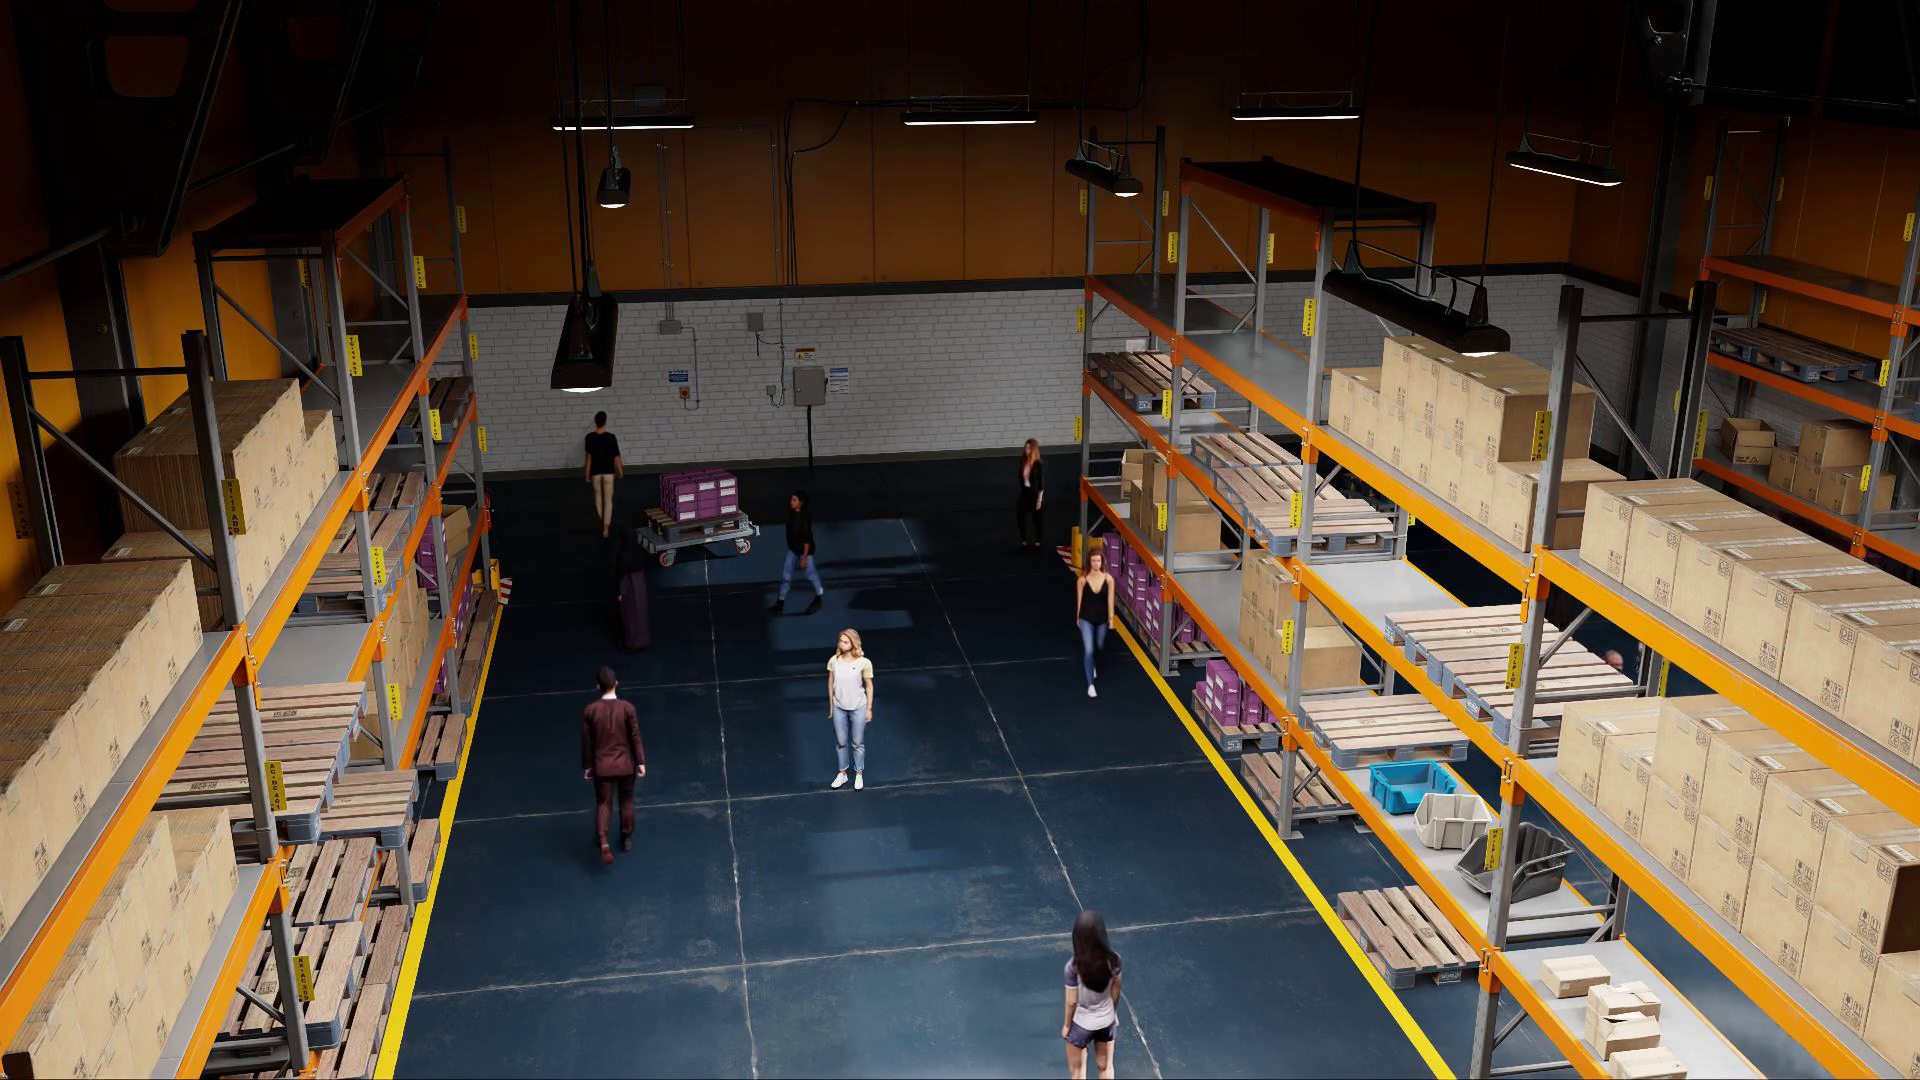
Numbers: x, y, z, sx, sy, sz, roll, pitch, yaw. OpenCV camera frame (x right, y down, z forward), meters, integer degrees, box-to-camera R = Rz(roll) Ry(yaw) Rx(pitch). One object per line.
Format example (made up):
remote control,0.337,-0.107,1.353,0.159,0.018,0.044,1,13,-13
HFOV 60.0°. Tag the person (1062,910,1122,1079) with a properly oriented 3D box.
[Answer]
person,0.916,3.382,11.717,0.650,1.707,0.608,-9,21,-25

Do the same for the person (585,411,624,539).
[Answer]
person,-5.244,-0.926,24.331,0.783,1.822,1.079,0,19,0

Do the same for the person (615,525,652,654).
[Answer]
person,-3.994,0.574,20.201,0.768,1.614,0.703,11,22,30

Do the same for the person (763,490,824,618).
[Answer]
person,-1.954,0.178,21.309,1.037,1.657,1.108,-17,25,-41

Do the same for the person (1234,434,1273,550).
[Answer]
person,4.230,-0.697,23.799,0.967,1.726,1.159,-14,23,-36

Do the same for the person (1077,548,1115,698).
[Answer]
person,1.538,0.894,19.134,0.612,1.689,1.067,-2,19,-7

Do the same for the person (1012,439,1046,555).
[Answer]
person,1.086,-0.629,23.639,0.818,1.700,0.877,16,24,40

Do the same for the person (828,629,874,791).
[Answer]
person,-1.105,1.686,16.728,0.693,1.724,0.664,4,19,11

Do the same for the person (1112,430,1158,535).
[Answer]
person,2.833,-0.775,23.937,1.044,1.788,1.234,4,19,11

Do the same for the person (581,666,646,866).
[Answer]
person,-3.196,2.108,15.296,0.721,1.838,0.998,-2,19,-5
